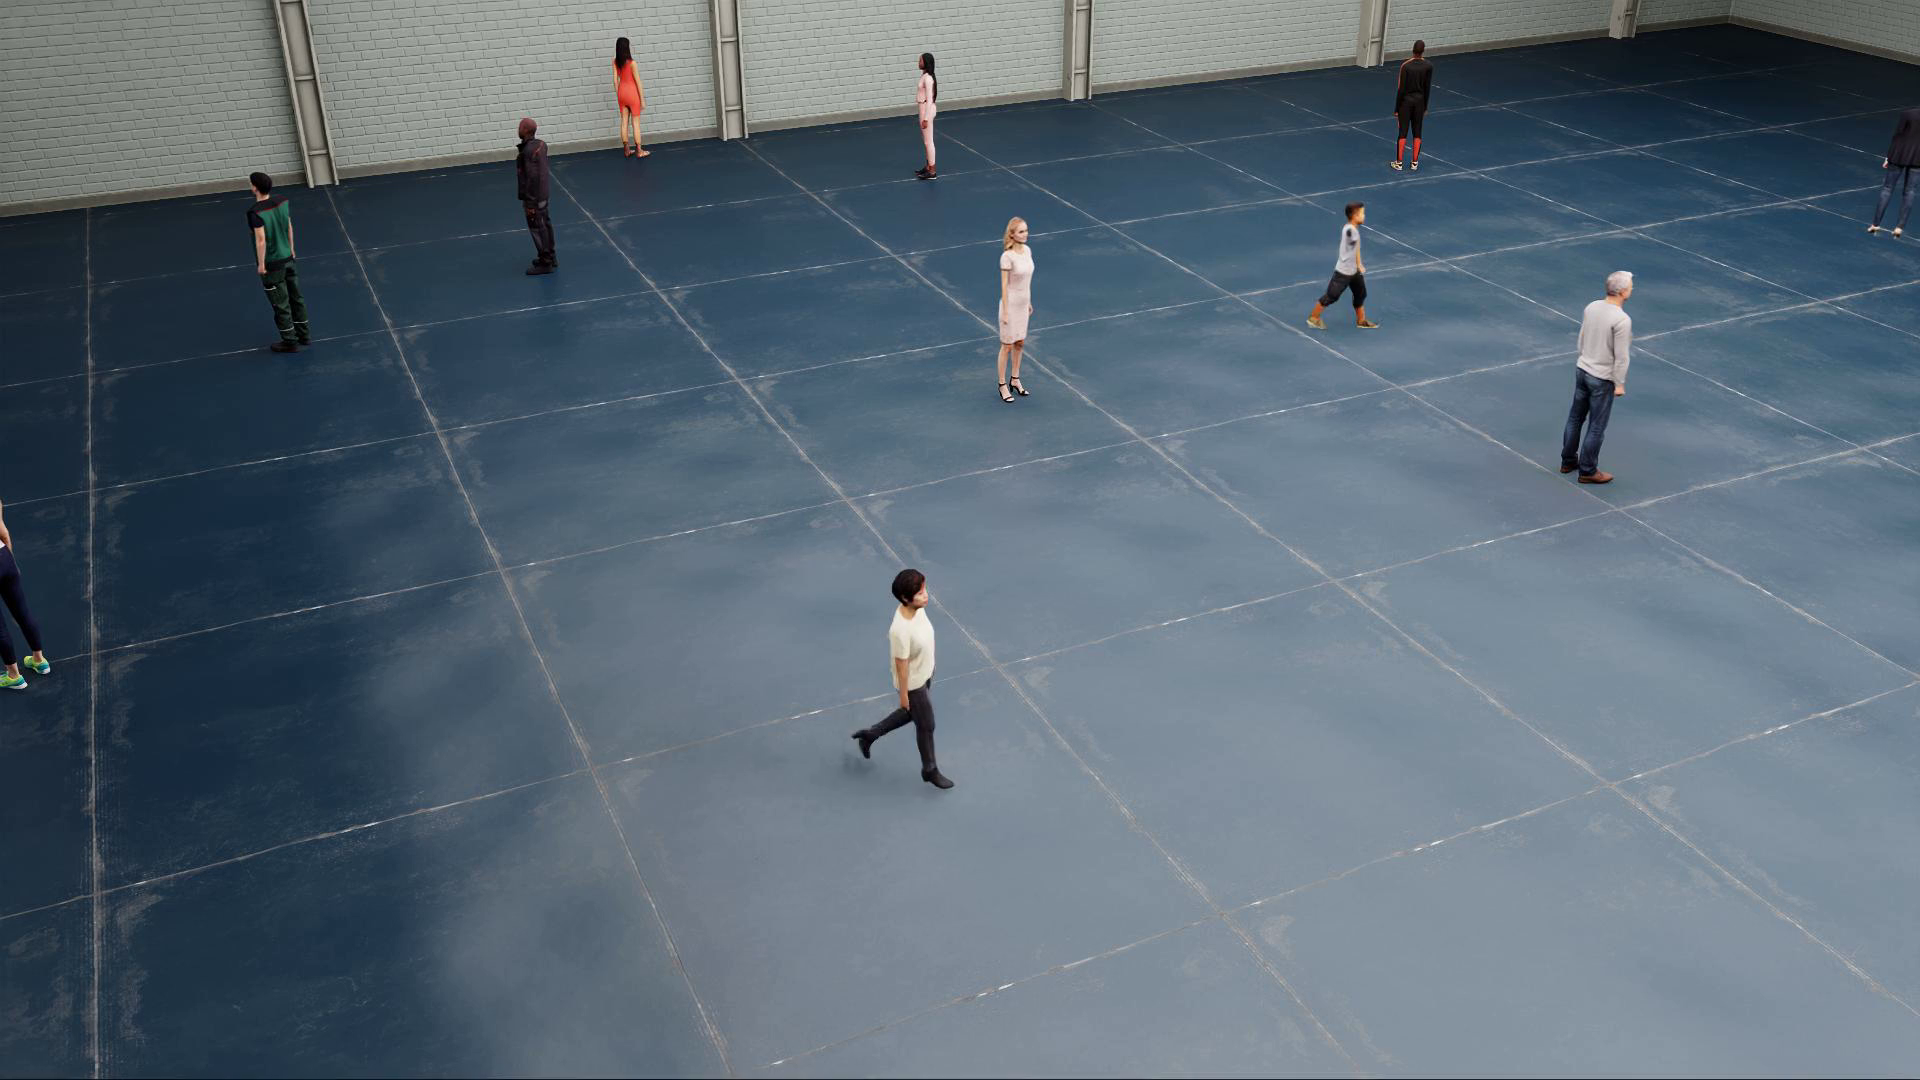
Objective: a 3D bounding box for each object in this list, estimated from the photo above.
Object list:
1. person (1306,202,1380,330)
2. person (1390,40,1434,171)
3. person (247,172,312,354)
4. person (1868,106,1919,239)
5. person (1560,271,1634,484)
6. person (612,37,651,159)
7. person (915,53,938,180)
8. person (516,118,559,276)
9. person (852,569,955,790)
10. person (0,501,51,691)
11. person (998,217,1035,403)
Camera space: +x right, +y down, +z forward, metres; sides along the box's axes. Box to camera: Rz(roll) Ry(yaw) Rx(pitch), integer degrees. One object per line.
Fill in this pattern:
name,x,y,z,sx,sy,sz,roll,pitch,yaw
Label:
person,4.128,-2.983,17.998,1.078,1.420,0.937,5,28,10
person,6.409,-6.169,23.569,0.610,1.808,0.757,-1,28,-2
person,-7.124,-2.909,17.348,0.806,1.901,0.756,9,29,16
person,10.728,-4.324,18.900,0.816,1.782,0.791,8,29,15
person,5.591,-1.435,14.570,0.660,1.911,0.757,-8,29,-15
person,-4.803,-6.416,24.127,0.664,1.719,0.720,10,30,18
person,-0.458,-5.923,23.198,0.643,1.722,0.679,-3,28,-6
person,-4.989,-4.066,19.602,0.768,1.825,0.793,0,28,0
person,-0.351,0.878,10.589,1.024,1.570,0.904,6,29,11
person,-6.774,0.245,11.640,0.740,1.700,0.671,11,30,20
person,0.528,-2.258,16.201,0.685,1.830,0.544,25,37,39
